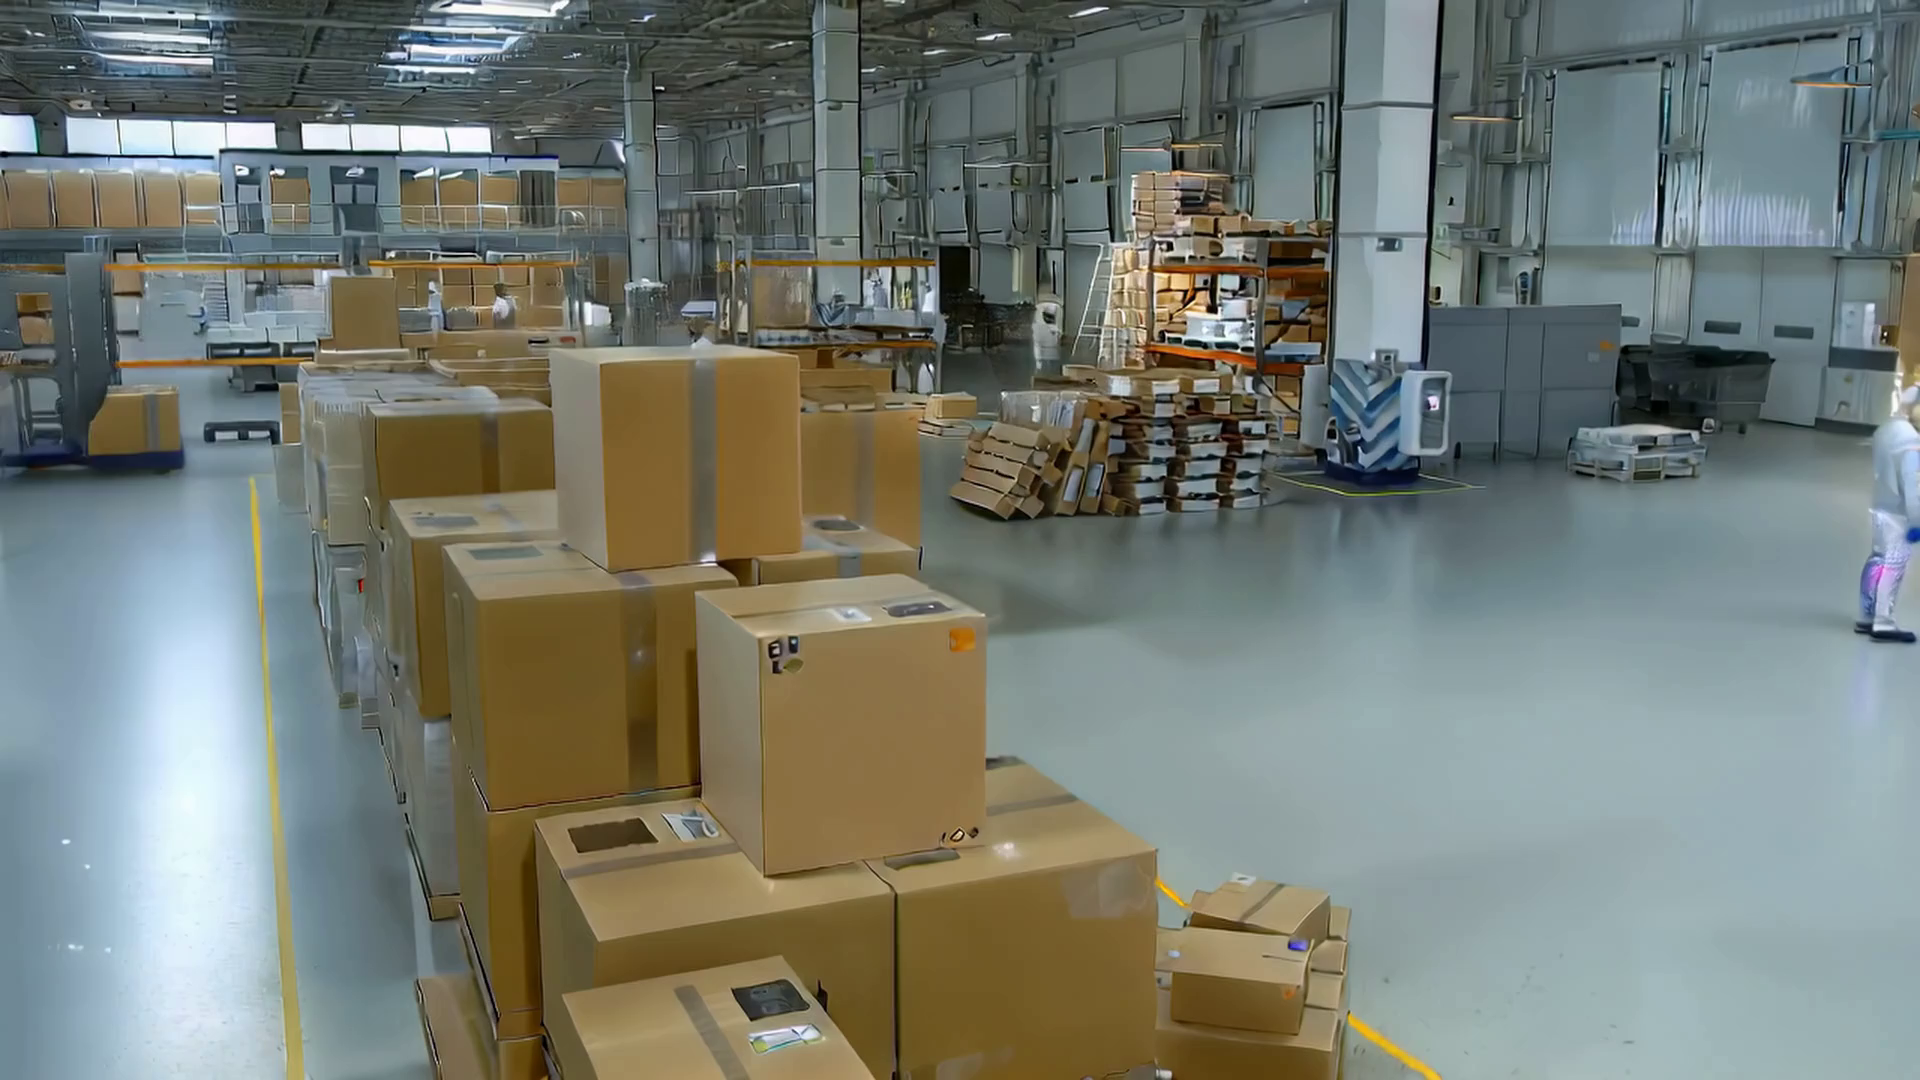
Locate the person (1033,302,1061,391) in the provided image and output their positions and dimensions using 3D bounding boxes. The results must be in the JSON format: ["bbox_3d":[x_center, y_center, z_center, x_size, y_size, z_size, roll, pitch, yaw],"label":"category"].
[{"bbox_3d":[1.532,-3.126,28.590,0.601,1.903,0.589,-6,12,-30],"label":"person"}]

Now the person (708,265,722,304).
[{"bbox_3d":[-11.150,-11.638,75.836,0.661,1.786,0.982,-7,12,-34],"label":"person"}]

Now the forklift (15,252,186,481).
[{"bbox_3d":[-10.936,-2.237,21.013,1.873,2.768,1.129,-4,11,-23],"label":"forklift"}]

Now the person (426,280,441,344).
[{"bbox_3d":[-14.079,-6.001,44.505,0.337,1.882,0.584,-8,13,-38],"label":"person"}]

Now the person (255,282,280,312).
[{"bbox_3d":[-17.657,-5.608,42.362,1.070,1.868,0.565,10,14,44],"label":"person"}]

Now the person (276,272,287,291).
[{"bbox_3d":[-22.199,-7.813,54.401,0.392,1.920,0.589,0,10,2],"label":"person"}]

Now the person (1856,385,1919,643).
[{"bbox_3d":[6.966,-0.188,12.369,0.380,1.928,0.636,1,10,4],"label":"person"}]

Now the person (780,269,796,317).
[{"bbox_3d":[-6.601,-9.446,63.619,0.512,1.839,0.559,6,12,31],"label":"person"}]

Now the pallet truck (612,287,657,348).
[{"bbox_3d":[-6.464,-4.406,35.401,0.823,1.965,1.885,6,12,32],"label":"pallet truck"}]

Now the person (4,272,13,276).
[{"bbox_3d":[-30.430,-7.628,53.318,0.349,1.942,0.545,3,11,16],"label":"person"}]

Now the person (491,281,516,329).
[{"bbox_3d":[-10.557,-4.971,38.400,0.542,2.000,0.703,3,11,18],"label":"person"}]

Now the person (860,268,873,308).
[{"bbox_3d":[-3.387,-8.693,59.188,0.629,1.950,0.948,-3,11,-15],"label":"person"}]

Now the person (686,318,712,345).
[{"bbox_3d":[-3.489,-2.019,22.416,0.376,1.937,0.629,-6,12,-30],"label":"person"}]
